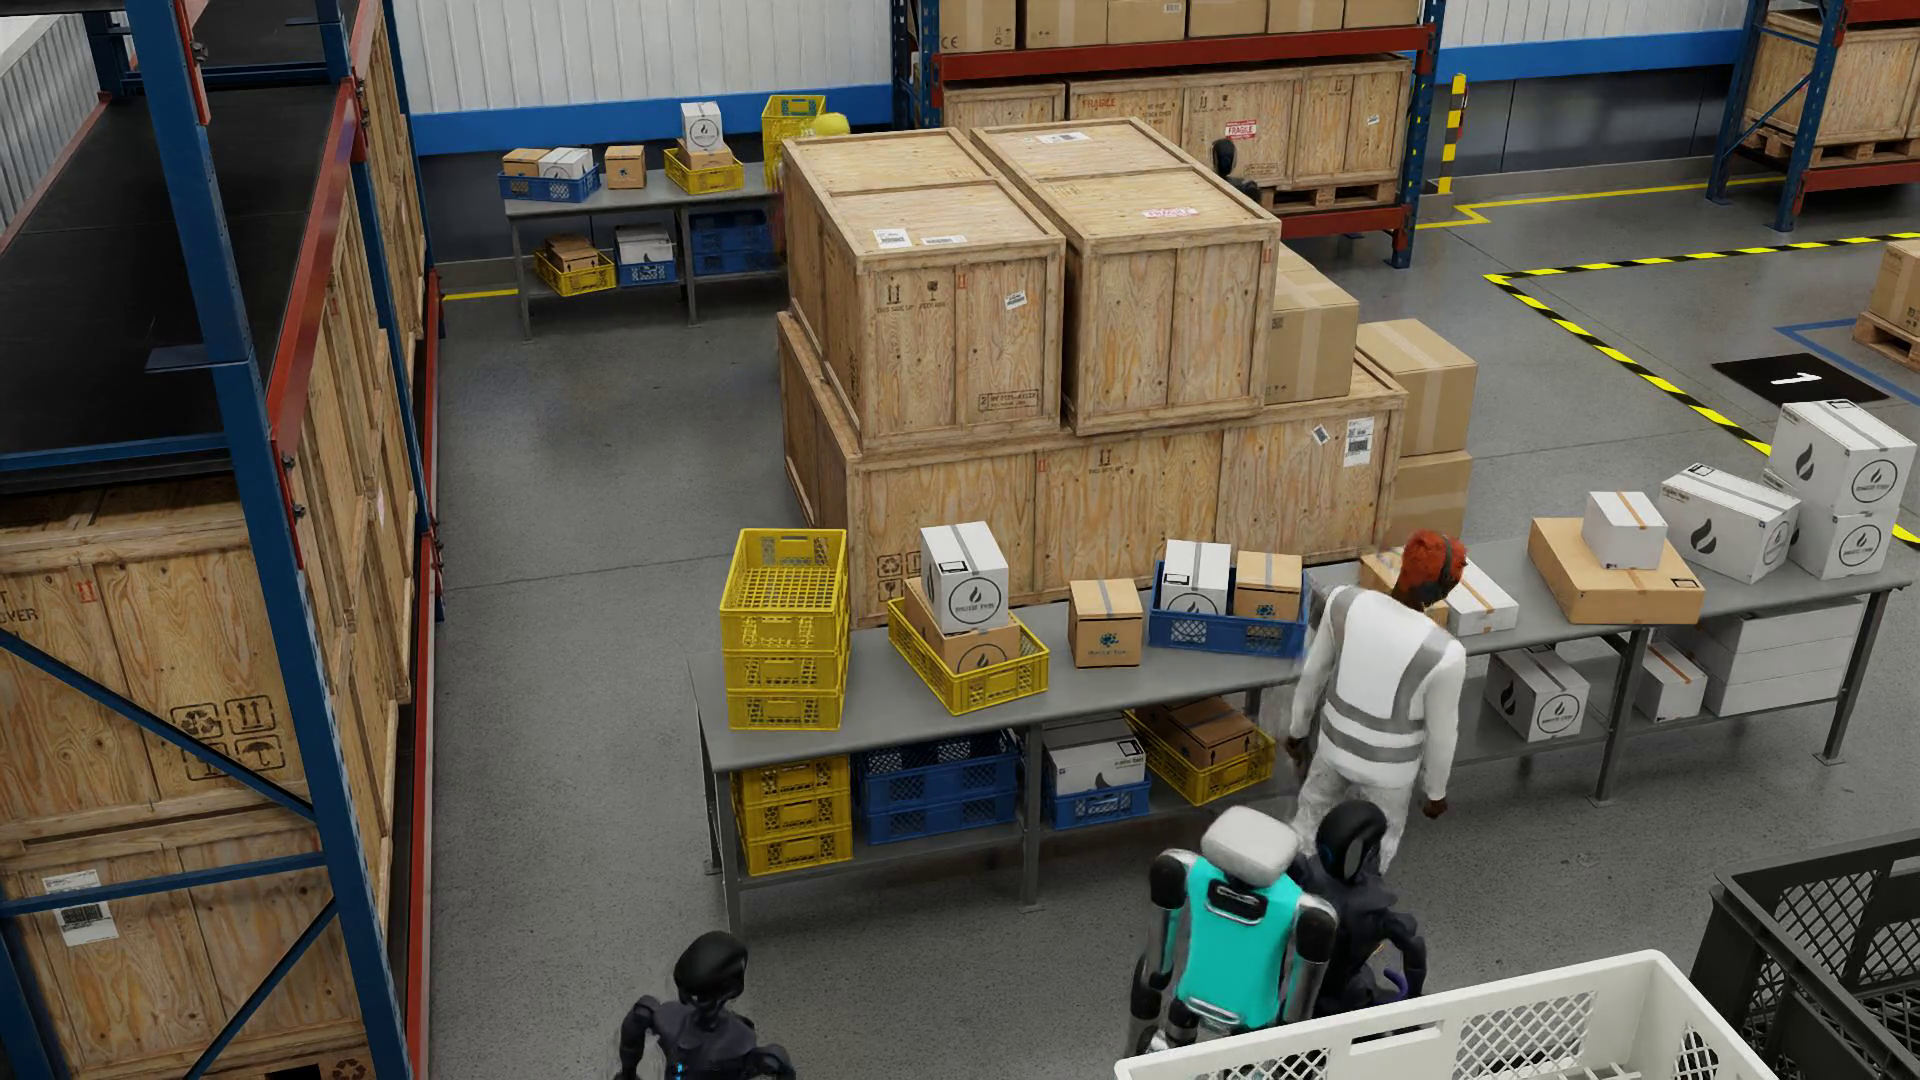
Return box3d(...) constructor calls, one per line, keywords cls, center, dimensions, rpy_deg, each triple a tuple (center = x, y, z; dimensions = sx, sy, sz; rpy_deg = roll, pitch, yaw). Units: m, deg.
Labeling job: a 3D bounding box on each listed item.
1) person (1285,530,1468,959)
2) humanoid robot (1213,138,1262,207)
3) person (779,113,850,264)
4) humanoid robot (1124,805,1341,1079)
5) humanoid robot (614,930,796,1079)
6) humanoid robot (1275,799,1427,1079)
box3d(cls="person", center=(1.436, 0.759, 6.101), dimensions=(0.767, 1.850, 0.350), rpy_deg=(23, 36, 35))
box3d(cls="humanoid robot", center=(1.724, -1.867, 11.060), dimensions=(0.593, 1.632, 0.457), rpy_deg=(-2, 29, -3))
box3d(cls="person", center=(-0.865, -1.986, 11.157), dimensions=(0.611, 1.771, 0.935), rpy_deg=(23, 36, 35))
box3d(cls="humanoid robot", center=(0.637, 1.658, 4.620), dimensions=(0.540, 1.803, 0.793), rpy_deg=(14, 32, 23))
box3d(cls="humanoid robot", center=(-0.699, 1.743, 4.494), dimensions=(0.608, 1.648, 0.386), rpy_deg=(11, 31, 19))
box3d(cls="humanoid robot", center=(1.147, 1.467, 4.992), dimensions=(0.331, 1.649, 0.601), rpy_deg=(-24, 37, -37))
